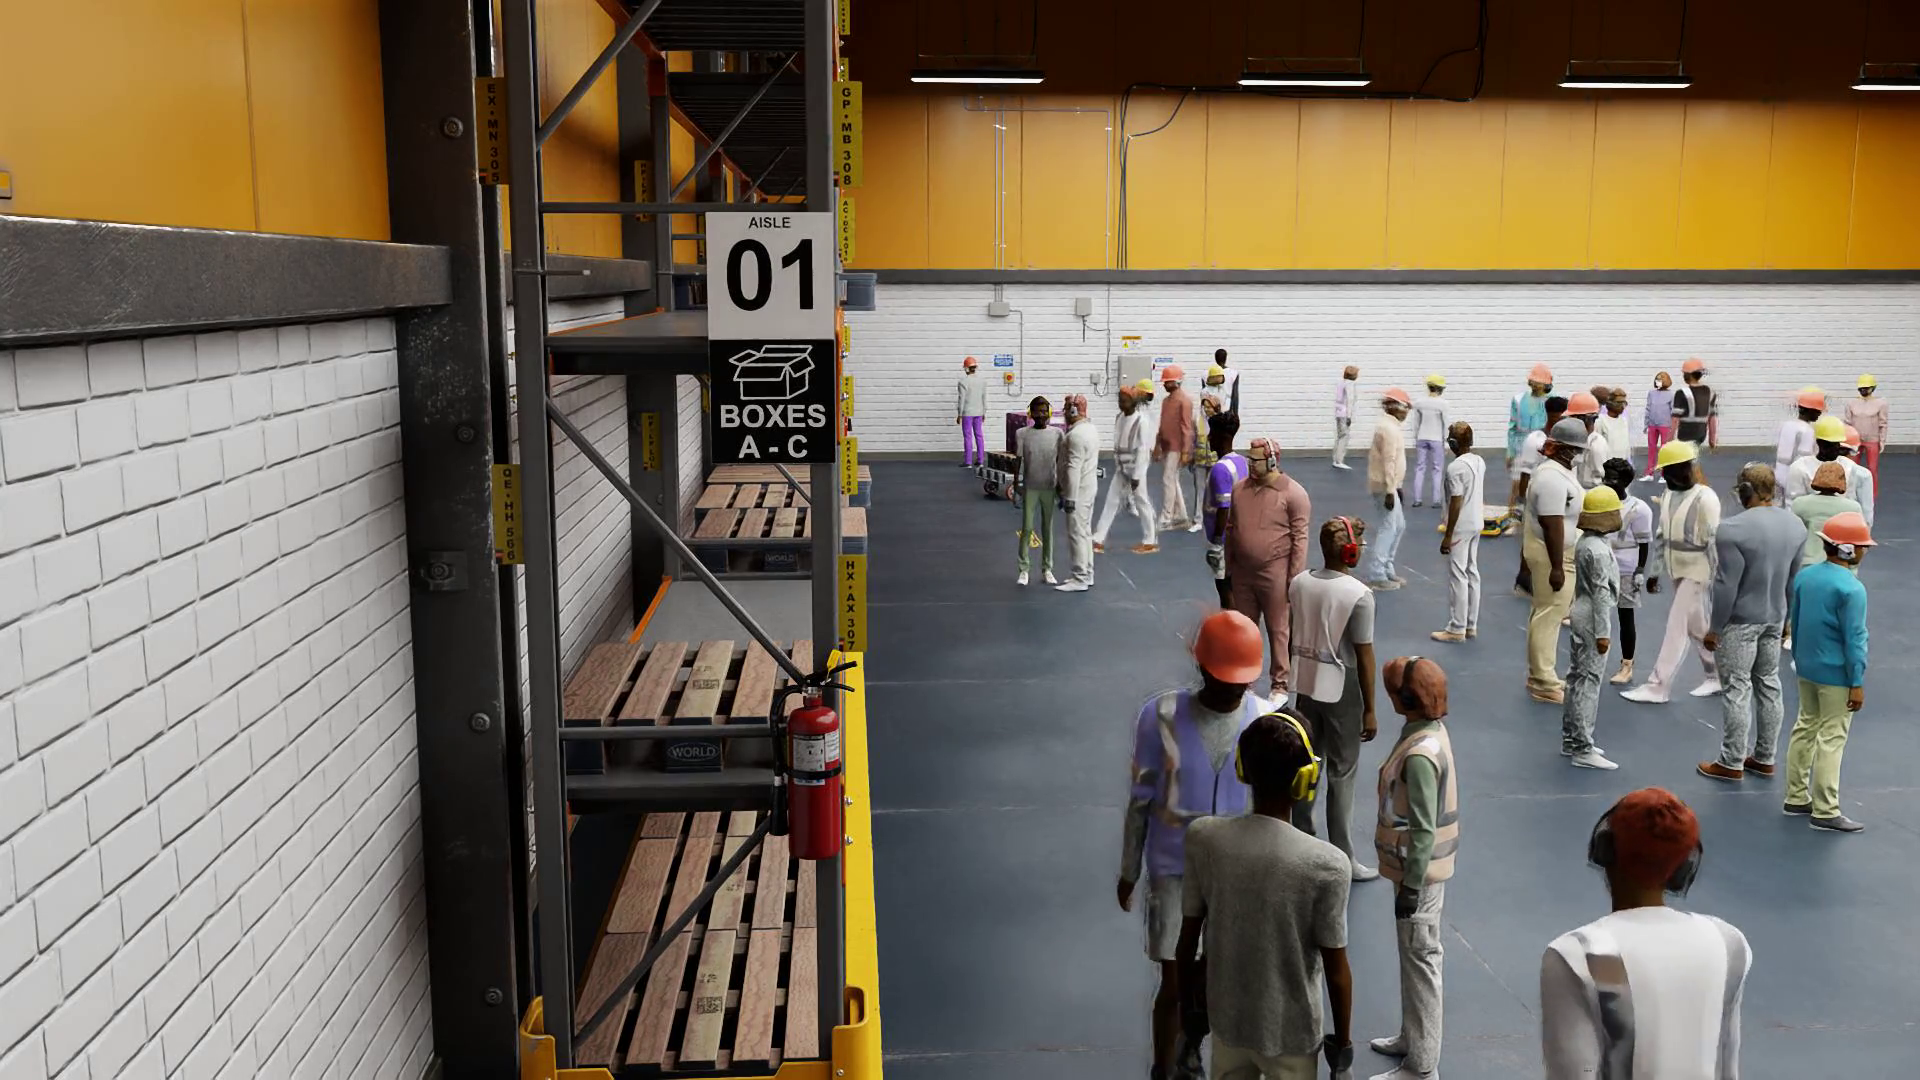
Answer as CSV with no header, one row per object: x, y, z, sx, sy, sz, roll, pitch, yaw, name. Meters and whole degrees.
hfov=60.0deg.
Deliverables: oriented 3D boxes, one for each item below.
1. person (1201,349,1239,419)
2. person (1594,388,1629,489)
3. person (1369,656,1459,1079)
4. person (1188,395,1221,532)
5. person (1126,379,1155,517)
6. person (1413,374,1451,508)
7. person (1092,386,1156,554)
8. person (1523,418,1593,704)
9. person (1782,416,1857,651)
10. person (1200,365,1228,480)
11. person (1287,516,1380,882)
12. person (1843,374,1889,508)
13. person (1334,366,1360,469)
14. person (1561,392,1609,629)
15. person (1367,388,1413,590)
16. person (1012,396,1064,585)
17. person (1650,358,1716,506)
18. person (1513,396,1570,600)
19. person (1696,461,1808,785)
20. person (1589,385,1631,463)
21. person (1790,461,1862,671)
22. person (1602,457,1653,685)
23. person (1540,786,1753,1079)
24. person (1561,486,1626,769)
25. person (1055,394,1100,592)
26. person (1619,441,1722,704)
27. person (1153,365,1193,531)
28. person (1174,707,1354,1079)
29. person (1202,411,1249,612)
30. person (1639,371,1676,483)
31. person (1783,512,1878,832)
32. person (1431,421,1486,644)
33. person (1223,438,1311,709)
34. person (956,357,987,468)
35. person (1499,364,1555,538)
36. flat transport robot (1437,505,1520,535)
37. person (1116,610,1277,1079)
4.003,-1.991,25.644,0.592,1.909,0.427,3,10,21,person
6.913,-0.695,17.695,0.513,1.843,0.335,-5,10,-29,person
1.697,1.236,6.217,0.309,1.636,0.522,3,9,16,person
2.936,-0.889,19.560,0.512,1.638,0.312,4,10,25,person
2.307,-1.167,21.005,0.311,1.735,0.483,6,11,33,person
6.152,-1.277,21.686,0.384,1.759,0.549,-9,12,-43,person
1.741,-0.733,17.949,0.974,1.833,0.584,-5,10,-29,person
4.305,0.132,11.889,0.535,2.000,0.673,2,9,15,person
6.920,-0.042,13.385,0.590,1.918,0.421,-1,9,-8,person
3.679,-1.651,24.007,0.493,1.745,0.286,-6,11,-32,person
1.855,0.795,8.333,0.390,1.846,0.565,-6,11,-31,person
11.771,-1.280,21.655,0.529,1.760,0.353,9,13,43,person
6.070,-1.932,26.147,0.341,1.625,0.570,0,9,-1,person
5.329,-0.254,14.309,0.395,2.038,0.615,0,9,1,person
4.171,-0.497,16.150,0.430,1.951,0.632,2,9,12,person
0.779,-0.486,16.305,0.533,1.868,0.310,-1,9,-7,person
9.261,-1.313,21.137,0.624,1.986,1.078,-4,10,-25,person
5.430,-0.392,15.539,0.625,1.929,0.533,-9,12,-43,person
4.724,0.495,9.943,0.635,1.933,0.361,-3,10,-21,person
7.350,-0.863,18.959,0.656,1.795,0.987,-1,9,-5,person
6.566,0.211,12.665,0.508,1.632,0.264,7,11,36,person
4.860,0.227,12.369,0.318,1.695,0.540,-6,11,-34,person
1.583,1.501,3.862,0.599,1.854,0.481,-3,9,-16,person
3.935,0.532,10.303,0.288,1.746,0.487,1,9,7,person
1.125,-0.455,16.042,0.398,1.896,0.652,3,9,17,person
5.167,0.233,11.821,0.904,1.872,0.662,-1,9,-8,person
2.503,-1.092,19.764,0.546,1.982,0.647,-3,10,-19,person
0.845,1.378,4.601,0.538,1.869,0.313,6,11,33,person
2.099,-0.035,13.179,0.372,1.962,0.608,4,10,25,person
10.246,-1.651,24.356,0.282,1.633,0.498,-7,11,-37,person
4.801,0.712,9.145,0.334,1.749,0.575,-1,9,-4,person
4.131,-0.064,13.745,0.350,1.842,0.506,8,12,43,person
2.114,0.232,11.686,0.651,1.904,0.409,9,12,43,person
0.167,-2.019,26.297,0.572,1.747,0.344,-7,11,-37,person
6.604,-1.010,19.195,0.641,2.013,0.548,7,11,37,person
6.222,-0.258,19.877,0.652,0.197,1.431,5,11,30,flat transport robot
0.856,1.173,5.798,0.591,1.897,0.639,-1,9,-5,person
